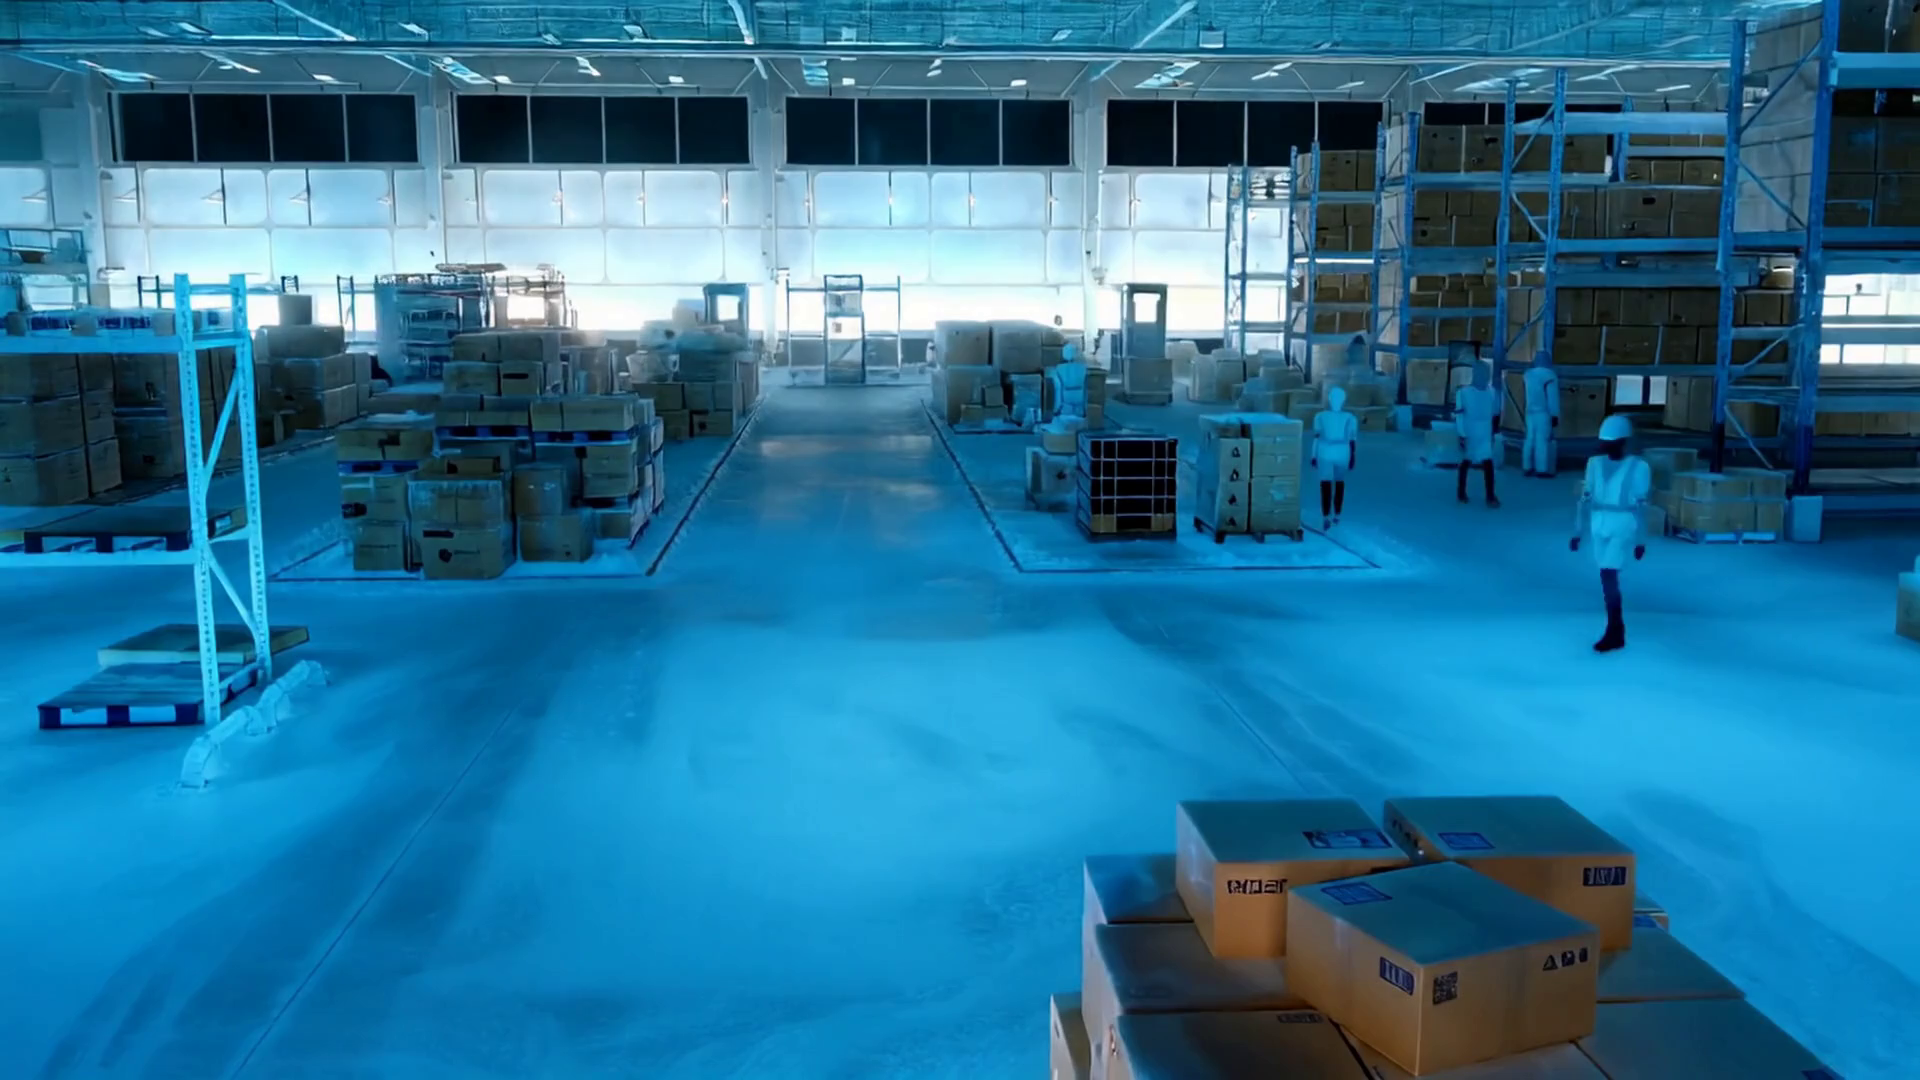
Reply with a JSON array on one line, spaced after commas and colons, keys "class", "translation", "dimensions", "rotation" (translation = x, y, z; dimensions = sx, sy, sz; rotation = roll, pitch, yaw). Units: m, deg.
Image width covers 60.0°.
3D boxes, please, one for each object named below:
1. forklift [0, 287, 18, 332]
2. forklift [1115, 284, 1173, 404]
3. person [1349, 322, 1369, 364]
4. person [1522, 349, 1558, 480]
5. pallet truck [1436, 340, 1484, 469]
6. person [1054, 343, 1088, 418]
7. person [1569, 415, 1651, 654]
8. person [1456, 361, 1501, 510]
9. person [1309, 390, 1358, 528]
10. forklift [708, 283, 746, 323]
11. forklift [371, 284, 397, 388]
[{"class": "forklift", "translation": [-16.258, -2.887, 28.158], "dimensions": [1.873, 2.768, 1.129], "rotation": [-1, 9, -4]}, {"class": "forklift", "translation": [4.369, -4.645, 39.199], "dimensions": [1.129, 2.768, 1.873], "rotation": [-1, 9, -4]}, {"class": "person", "translation": [9.089, -3.923, 37.499], "dimensions": [0.779, 1.965, 0.630], "rotation": [0, 9, -2]}, {"class": "person", "translation": [8.612, -1.864, 24.696], "dimensions": [0.373, 1.935, 0.628], "rotation": [-5, 10, -29]}, {"class": "pallet truck", "translation": [8.004, -2.170, 26.422], "dimensions": [0.823, 1.965, 1.885], "rotation": [2, 9, 14]}, {"class": "person", "translation": [1.810, -2.242, 27.114], "dimensions": [0.593, 1.922, 0.391], "rotation": [-4, 10, -25]}, {"class": "person", "translation": [5.200, -0.048, 13.373], "dimensions": [0.641, 1.914, 0.557], "rotation": [-5, 10, -30]}, {"class": "person", "translation": [6.735, -1.359, 21.594], "dimensions": [0.613, 1.903, 1.023], "rotation": [-1, 9, -3]}, {"class": "person", "translation": [4.498, -0.978, 20.027], "dimensions": [0.545, 1.653, 0.889], "rotation": [1, 9, 7]}, {"class": "forklift", "translation": [-5.818, -5.043, 41.696], "dimensions": [1.129, 2.768, 1.873], "rotation": [-1, 9, -4]}, {"class": "forklift", "translation": [-13.314, -4.566, 38.702], "dimensions": [1.873, 2.768, 1.129], "rotation": [-1, 9, -7]}]
